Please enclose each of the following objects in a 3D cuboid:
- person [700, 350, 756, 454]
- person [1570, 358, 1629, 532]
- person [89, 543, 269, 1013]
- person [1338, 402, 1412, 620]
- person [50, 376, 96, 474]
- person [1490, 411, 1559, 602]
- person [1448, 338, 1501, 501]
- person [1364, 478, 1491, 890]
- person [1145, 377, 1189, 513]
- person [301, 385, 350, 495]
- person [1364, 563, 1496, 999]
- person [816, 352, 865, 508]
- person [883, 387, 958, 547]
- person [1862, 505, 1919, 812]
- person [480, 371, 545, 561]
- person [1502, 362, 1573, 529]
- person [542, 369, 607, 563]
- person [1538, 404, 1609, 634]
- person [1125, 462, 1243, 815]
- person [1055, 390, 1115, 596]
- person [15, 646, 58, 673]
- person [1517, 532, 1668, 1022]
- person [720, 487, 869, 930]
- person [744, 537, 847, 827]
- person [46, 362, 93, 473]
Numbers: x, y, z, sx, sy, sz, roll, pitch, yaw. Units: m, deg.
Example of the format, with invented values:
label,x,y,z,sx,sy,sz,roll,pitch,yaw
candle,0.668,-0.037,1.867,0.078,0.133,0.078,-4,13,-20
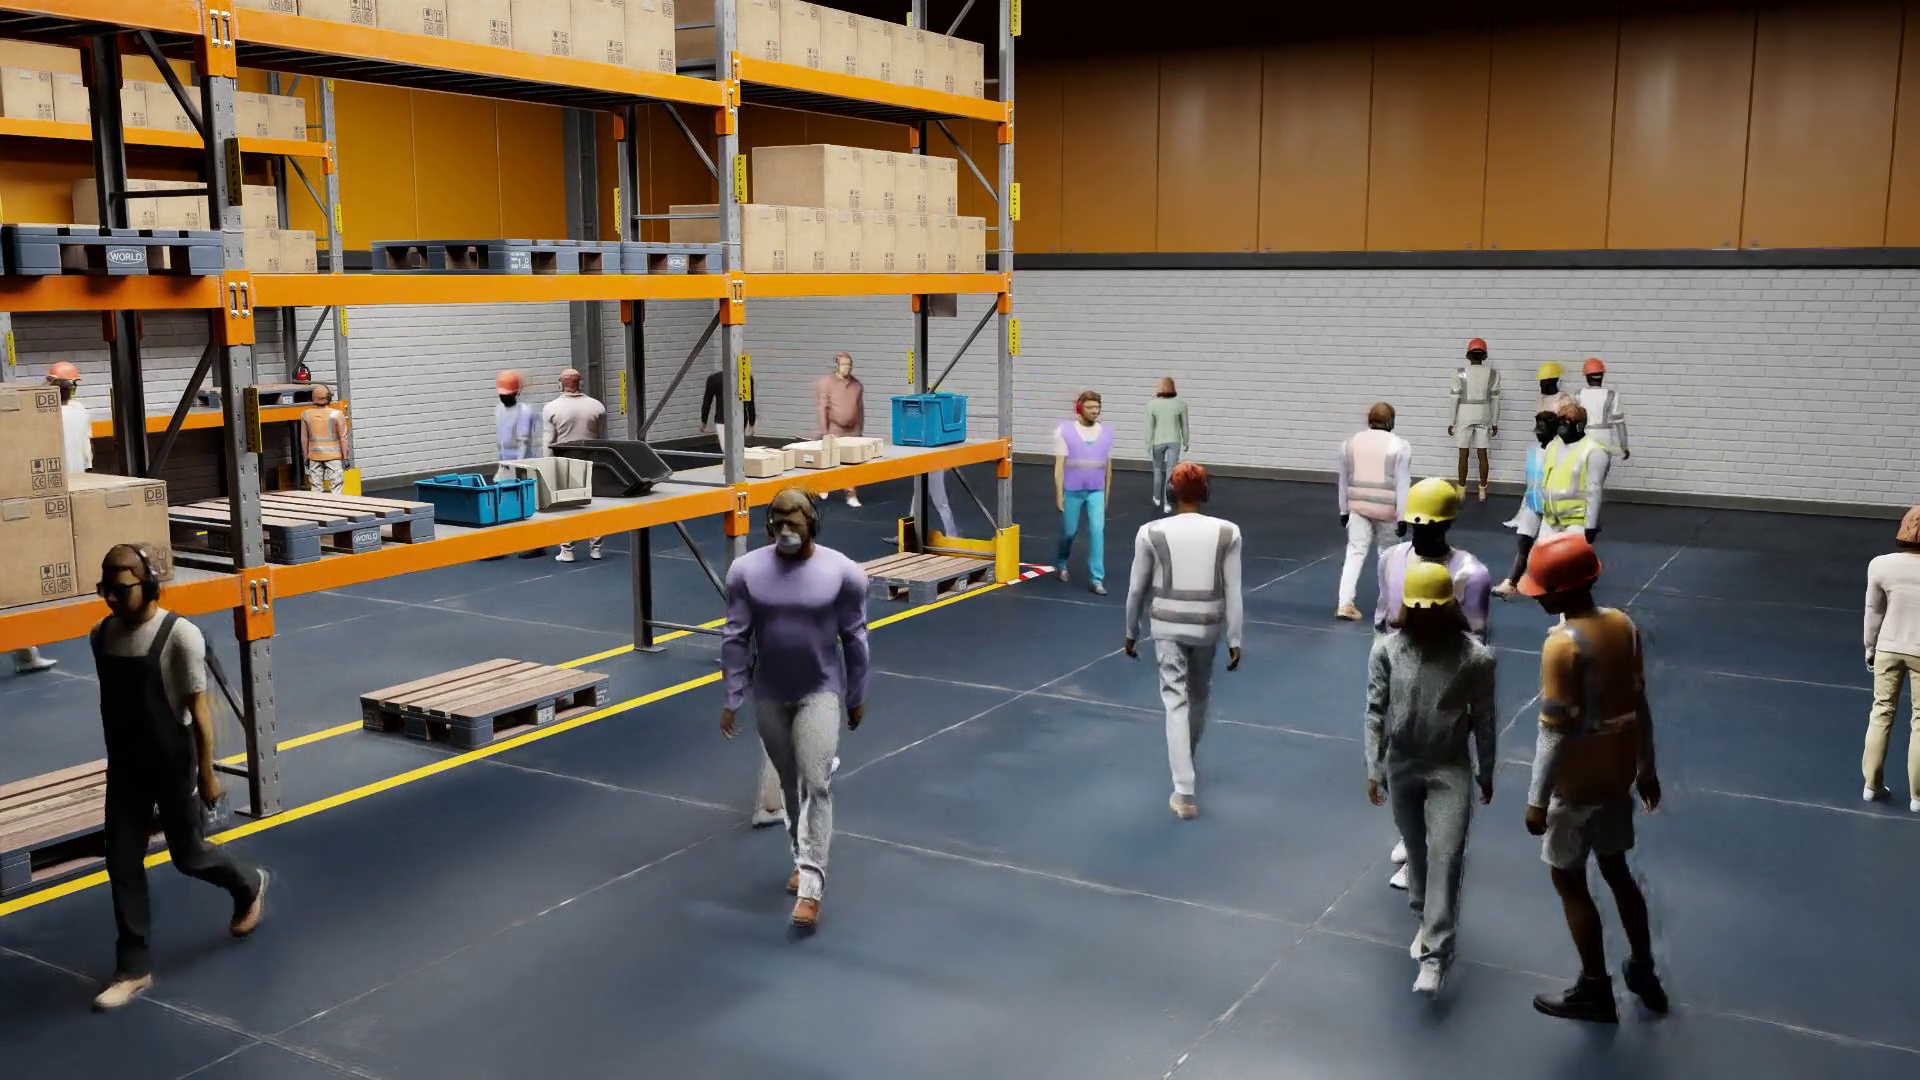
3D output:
label,x,y,z,sx,sy,sz,roll,pitch,yaw
person,-2.929,-1.488,21.053,0.632,1.928,1.068,-3,10,-20
person,6.999,-1.041,18.325,0.581,1.911,0.496,7,11,36
person,-3.162,0.881,6.657,0.510,1.818,0.823,2,9,14
person,3.395,-0.237,13.710,0.650,1.794,0.935,6,11,35
person,-8.567,-0.632,15.926,0.379,1.867,0.542,6,11,35
person,4.929,-0.264,14.210,0.829,1.656,0.552,-5,10,-29
person,6.402,-1.496,20.749,0.616,2.041,0.378,1,9,4
person,2.139,0.659,7.680,0.399,1.913,0.617,-8,12,-40
person,2.488,-1.151,19.975,0.520,1.591,0.829,1,9,7
person,-6.899,-0.869,18.104,0.522,1.636,0.310,1,9,4
person,1.836,0.940,6.596,0.489,1.697,0.922,5,10,28
person,-1.451,-1.351,20.305,0.657,1.892,0.618,-5,11,-31
person,-0.402,-0.721,16.879,0.870,1.717,0.543,0,9,2
person,5.052,0.622,8.833,0.277,1.629,0.496,-7,12,-38
person,-4.442,-0.718,16.374,0.557,1.884,0.821,6,11,34
person,6.589,-1.034,18.431,1.018,1.872,0.603,-3,10,-17
person,-3.801,-0.729,16.399,0.644,1.904,0.399,-5,10,-29
person,4.824,-0.162,13.119,0.478,1.830,0.632,-4,10,-25
person,1.201,0.493,9.006,0.597,1.829,0.995,-1,9,-3
person,1.091,-0.450,14.945,0.574,1.816,0.848,-2,9,-12
person,-6.747,0.164,11.690,0.546,1.609,0.700,6,11,32
person,2.411,0.895,6.321,0.680,1.886,0.496,-7,12,-38
person,-0.750,0.724,7.323,0.629,1.897,0.934,2,9,10
person,-0.840,0.651,8.747,0.550,1.590,0.871,6,11,32
person,-8.612,-0.723,16.084,0.623,1.990,0.397,4,10,22
